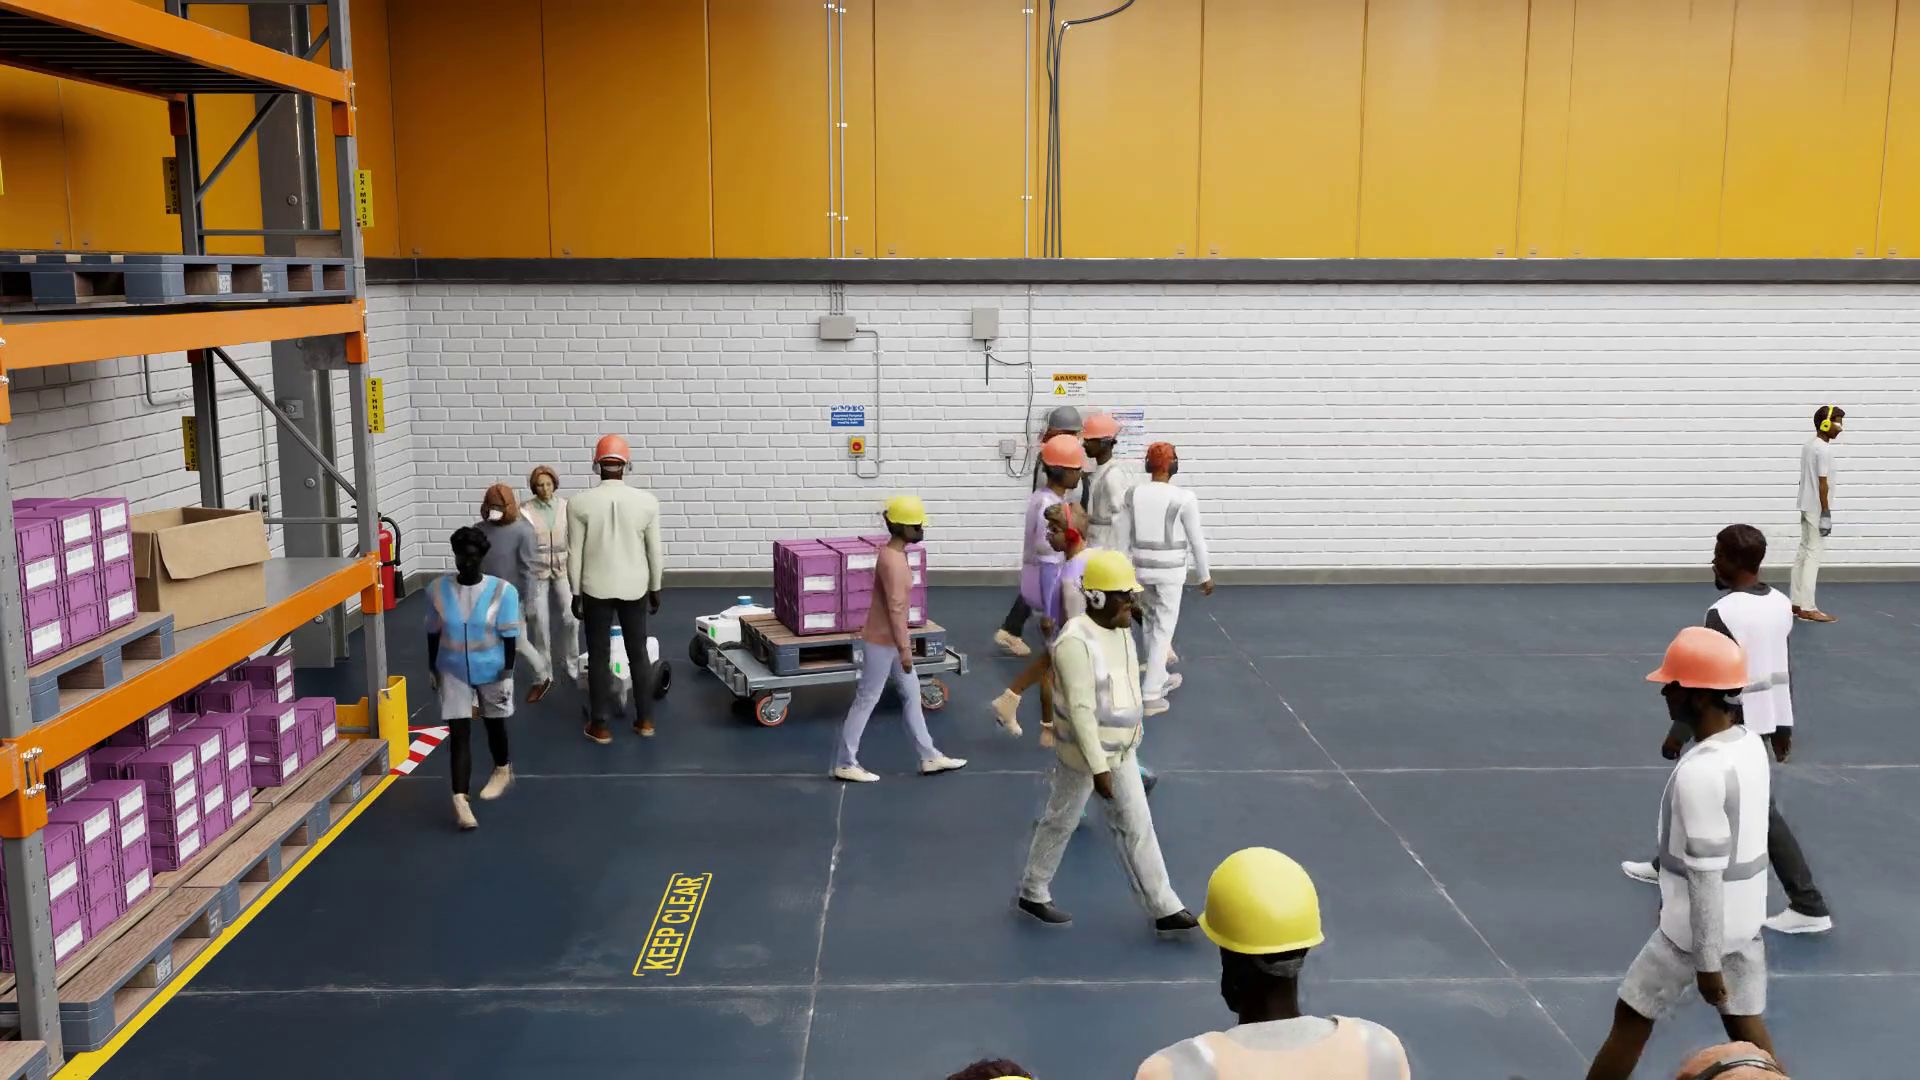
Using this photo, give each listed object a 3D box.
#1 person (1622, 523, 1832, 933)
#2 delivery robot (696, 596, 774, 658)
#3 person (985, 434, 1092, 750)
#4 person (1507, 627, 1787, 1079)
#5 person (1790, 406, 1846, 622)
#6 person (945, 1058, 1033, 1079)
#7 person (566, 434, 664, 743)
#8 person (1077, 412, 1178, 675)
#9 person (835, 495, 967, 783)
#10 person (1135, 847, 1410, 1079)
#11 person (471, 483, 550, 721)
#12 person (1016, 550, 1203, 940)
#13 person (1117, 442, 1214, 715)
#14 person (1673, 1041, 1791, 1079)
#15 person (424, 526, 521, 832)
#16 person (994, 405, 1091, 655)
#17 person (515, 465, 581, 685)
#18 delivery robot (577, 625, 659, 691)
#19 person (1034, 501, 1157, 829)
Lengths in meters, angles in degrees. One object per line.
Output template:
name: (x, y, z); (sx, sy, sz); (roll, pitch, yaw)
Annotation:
person: (3.647, 0.857, 7.761); (0.611, 1.867, 1.041); (-8, 12, -40)
delivery robot: (-1.624, 0.666, 12.585); (0.707, 0.478, 0.477); (-6, 11, -32)
person: (0.528, 0.340, 10.396); (0.565, 2.024, 0.644); (0, 9, -1)
person: (2.368, 1.210, 5.474); (0.554, 1.881, 0.996); (-9, 13, -42)
person: (7.421, -0.231, 14.384); (0.321, 1.865, 0.519); (1, 9, 8)
person: (-0.063, 1.678, 2.849); (0.635, 1.812, 0.956); (1, 9, 6)
person: (-2.227, 0.310, 10.756); (0.620, 1.973, 0.481); (-4, 10, -21)
person: (1.155, 0.049, 12.330); (1.025, 2.001, 0.621); (0, 9, 1)
person: (-0.347, 0.589, 9.758); (0.861, 1.716, 0.533); (0, 9, 0)
person: (0.628, 1.564, 3.270); (0.593, 1.909, 0.659); (-3, 10, -17)
person: (-3.119, 0.393, 11.377); (0.554, 1.602, 0.753); (3, 10, 17)
person: (0.655, 0.935, 7.493); (0.942, 1.784, 0.594); (7, 11, 35)
person: (1.435, 0.244, 11.493); (0.594, 1.849, 0.780); (7, 12, 37)
person: (1.439, 1.714, 3.261); (0.536, 1.595, 0.809); (4, 10, 23)
person: (-2.681, 0.718, 9.202); (0.536, 1.656, 0.815); (-1, 9, -5)
person: (0.744, -0.081, 12.921); (0.988, 2.000, 0.685); (-1, 9, -4)
person: (-2.974, 0.267, 12.073); (0.525, 1.619, 0.493); (-4, 10, -24)
delivery robot: (-2.371, 0.838, 11.542); (0.477, 0.478, 0.707); (2, 9, 13)
person: (0.704, 0.689, 8.869); (0.573, 1.818, 0.605); (3, 10, 20)
